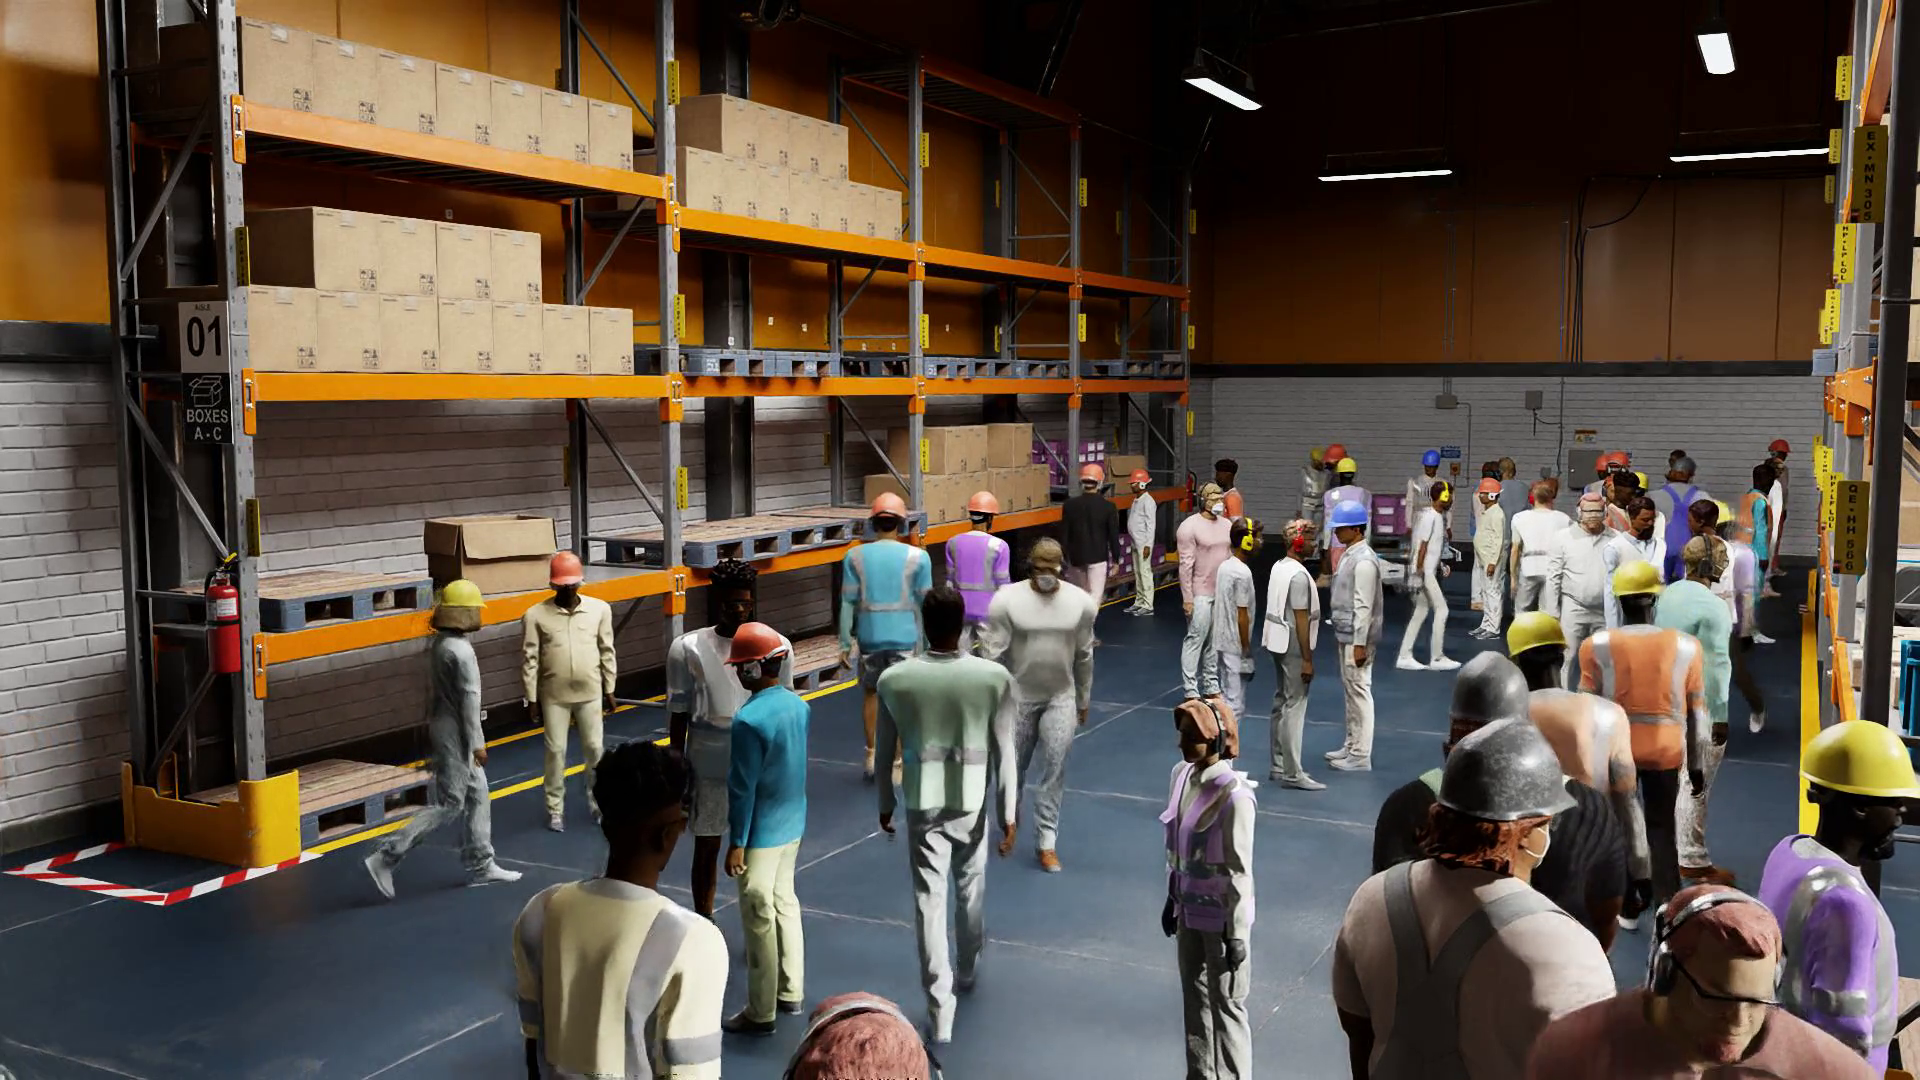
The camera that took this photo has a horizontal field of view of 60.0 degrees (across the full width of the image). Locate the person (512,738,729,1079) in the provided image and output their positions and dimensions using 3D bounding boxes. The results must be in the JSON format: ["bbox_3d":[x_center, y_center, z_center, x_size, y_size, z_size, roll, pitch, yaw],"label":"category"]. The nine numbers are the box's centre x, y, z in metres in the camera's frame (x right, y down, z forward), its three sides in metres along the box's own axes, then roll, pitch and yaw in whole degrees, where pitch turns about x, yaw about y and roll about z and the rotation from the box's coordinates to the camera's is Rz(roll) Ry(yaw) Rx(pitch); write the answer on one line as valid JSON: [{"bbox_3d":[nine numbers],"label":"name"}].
[{"bbox_3d":[-0.827,1.436,3.814,0.607,1.941,0.784,3,6,29],"label":"person"}]

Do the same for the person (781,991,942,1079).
[{"bbox_3d":[-0.121,1.597,2.349,0.677,1.889,0.482,0,5,-2],"label":"person"}]

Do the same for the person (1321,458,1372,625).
[{"bbox_3d":[4.408,0.025,19.025,0.594,1.923,0.381,-1,5,-14],"label":"person"}]

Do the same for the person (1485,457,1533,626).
[{"bbox_3d":[6.252,0.018,19.057,0.629,1.936,0.373,-2,6,-16],"label":"person"}]

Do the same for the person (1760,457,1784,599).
[{"bbox_3d":[10.401,-0.152,21.423,0.505,1.838,0.348,-4,6,-34],"label":"person"}]

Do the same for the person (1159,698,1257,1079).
[{"bbox_3d":[0.908,1.379,6.035,0.315,1.635,0.518,-2,6,-19],"label":"person"}]

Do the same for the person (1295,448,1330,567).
[{"bbox_3d":[5.372,-0.485,25.154,0.649,1.816,0.473,-2,6,-22],"label":"person"}]

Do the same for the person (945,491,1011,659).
[{"bbox_3d":[0.152,0.579,13.079,0.549,1.927,0.393,3,6,26],"label":"person"}]

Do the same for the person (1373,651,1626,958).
[{"bbox_3d":[1.567,1.284,4.863,0.683,2.000,1.086,2,6,21],"label":"person"}]

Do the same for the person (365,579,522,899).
[{"bbox_3d":[-2.792,1.066,8.944,0.768,1.708,0.475,-3,6,-26],"label":"person"}]

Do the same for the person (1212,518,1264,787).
[{"bbox_3d":[1.902,0.769,11.436,0.371,1.853,0.497,-1,5,-6],"label":"person"}]

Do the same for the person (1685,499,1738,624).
[{"bbox_3d":[5.580,0.649,12.423,0.398,1.909,0.599,5,7,44],"label":"person"}]

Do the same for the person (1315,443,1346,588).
[{"bbox_3d":[4.986,-0.320,22.450,0.517,1.988,0.659,2,6,22],"label":"person"}]

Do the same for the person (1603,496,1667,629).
[{"bbox_3d":[5.201,0.610,12.854,0.599,1.905,0.391,-3,6,-27],"label":"person"}]

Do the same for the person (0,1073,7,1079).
[{"bbox_3d":[-3.584,1.411,5.721,0.513,1.618,0.552,0,5,-2],"label":"person"}]

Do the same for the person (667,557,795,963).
[{"bbox_3d":[-1.070,1.051,7.841,0.611,1.958,0.368,-1,5,-14],"label":"person"}]

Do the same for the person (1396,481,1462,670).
[{"bbox_3d":[4.565,0.347,16.050,0.698,1.826,0.558,1,6,15],"label":"person"}]

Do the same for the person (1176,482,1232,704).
[{"bbox_3d":[2.104,0.474,14.122,0.635,1.939,0.367,-5,7,-41],"label":"person"}]

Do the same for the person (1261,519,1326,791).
[{"bbox_3d":[2.272,0.775,11.370,0.389,1.847,0.567,-1,5,-6],"label":"person"}]

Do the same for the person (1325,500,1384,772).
[{"bbox_3d":[2.816,0.681,11.912,0.420,1.939,0.608,0,5,3],"label":"person"}]

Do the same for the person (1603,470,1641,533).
[{"bbox_3d":[6.191,0.321,15.654,0.379,1.959,0.603,5,7,44],"label":"person"}]

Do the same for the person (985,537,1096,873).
[{"bbox_3d":[0.445,0.908,9.682,0.645,1.908,0.804,-1,5,-7],"label":"person"}]

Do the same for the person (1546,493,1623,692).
[{"bbox_3d":[4.995,0.574,13.215,0.651,1.906,0.401,0,5,3],"label":"person"}]

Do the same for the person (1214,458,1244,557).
[{"bbox_3d":[2.915,0.089,18.114,0.361,1.963,0.613,0,5,5],"label":"person"}]

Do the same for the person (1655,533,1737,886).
[{"bbox_3d":[4.089,0.927,9.244,0.359,1.938,0.635,0,5,-3],"label":"person"}]

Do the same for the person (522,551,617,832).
[{"bbox_3d":[-2.402,0.929,10.275,0.577,1.738,0.354,-2,6,-22],"label":"person"}]

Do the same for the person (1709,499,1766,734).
[{"bbox_3d":[5.940,0.618,12.886,0.883,1.892,0.600,-3,6,-28],"label":"person"}]

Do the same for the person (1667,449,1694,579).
[{"bbox_3d":[10.204,-0.366,23.658,0.337,1.844,0.509,-1,5,-11],"label":"person"}]

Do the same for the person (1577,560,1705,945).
[{"bbox_3d":[3.330,1.051,8.129,0.612,1.898,0.790,1,5,15],"label":"person"}]

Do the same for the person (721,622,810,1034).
[{"bbox_3d":[-0.853,1.221,7.157,0.354,1.738,0.573,2,6,19],"label":"person"}]

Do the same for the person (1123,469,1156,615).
[{"bbox_3d":[2.153,0.025,19.933,0.335,1.749,0.575,-1,5,-12],"label":"person"}]

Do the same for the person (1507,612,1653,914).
[{"bbox_3d":[2.322,1.218,6.526,0.658,1.855,0.968,1,5,7],"label":"person"}]

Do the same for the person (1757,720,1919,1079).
[{"bbox_3d":[2.212,1.406,4.236,0.391,1.918,0.591,1,6,16],"label":"person"}]

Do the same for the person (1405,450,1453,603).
[{"bbox_3d":[5.920,-0.167,20.991,0.605,1.943,0.402,0,5,4],"label":"person"}]

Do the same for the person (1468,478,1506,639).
[{"bbox_3d":[5.738,0.198,18.072,0.324,1.752,0.562,0,5,5],"label":"person"}]

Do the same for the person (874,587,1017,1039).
[{"bbox_3d":[-0.071,1.137,7.321,0.612,1.866,0.984,0,5,-2],"label":"person"}]

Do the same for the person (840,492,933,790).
[{"bbox_3d":[-0.485,0.680,11.474,0.632,2.022,0.658,0,5,5],"label":"person"}]

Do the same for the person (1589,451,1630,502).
[{"bbox_3d":[7.679,-0.048,19.509,0.618,1.986,0.408,5,7,43],"label":"person"}]

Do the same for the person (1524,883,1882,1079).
[{"bbox_3d":[1.352,1.548,3.016,0.636,1.854,0.948,1,6,16],"label":"person"}]

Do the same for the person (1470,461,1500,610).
[{"bbox_3d":[6.475,-0.052,20.373,0.430,1.836,0.619,4,6,34],"label":"person"}]

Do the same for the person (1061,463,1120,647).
[{"bbox_3d":[1.311,0.192,17.078,0.632,1.966,0.905,3,6,27],"label":"person"}]

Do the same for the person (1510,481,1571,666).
[{"bbox_3d":[5.604,0.345,16.094,0.583,1.826,0.435,1,5,7],"label":"person"}]

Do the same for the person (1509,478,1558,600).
[{"bbox_3d":[7.163,0.032,20.658,0.457,1.607,0.695,0,5,0],"label":"person"}]

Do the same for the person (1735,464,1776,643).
[{"bbox_3d":[8.527,0.140,17.850,0.391,1.913,0.587,1,5,11],"label":"person"}]

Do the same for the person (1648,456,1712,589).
[{"bbox_3d":[7.789,0.060,18.031,0.710,2.000,0.861,1,5,13],"label":"person"}]
